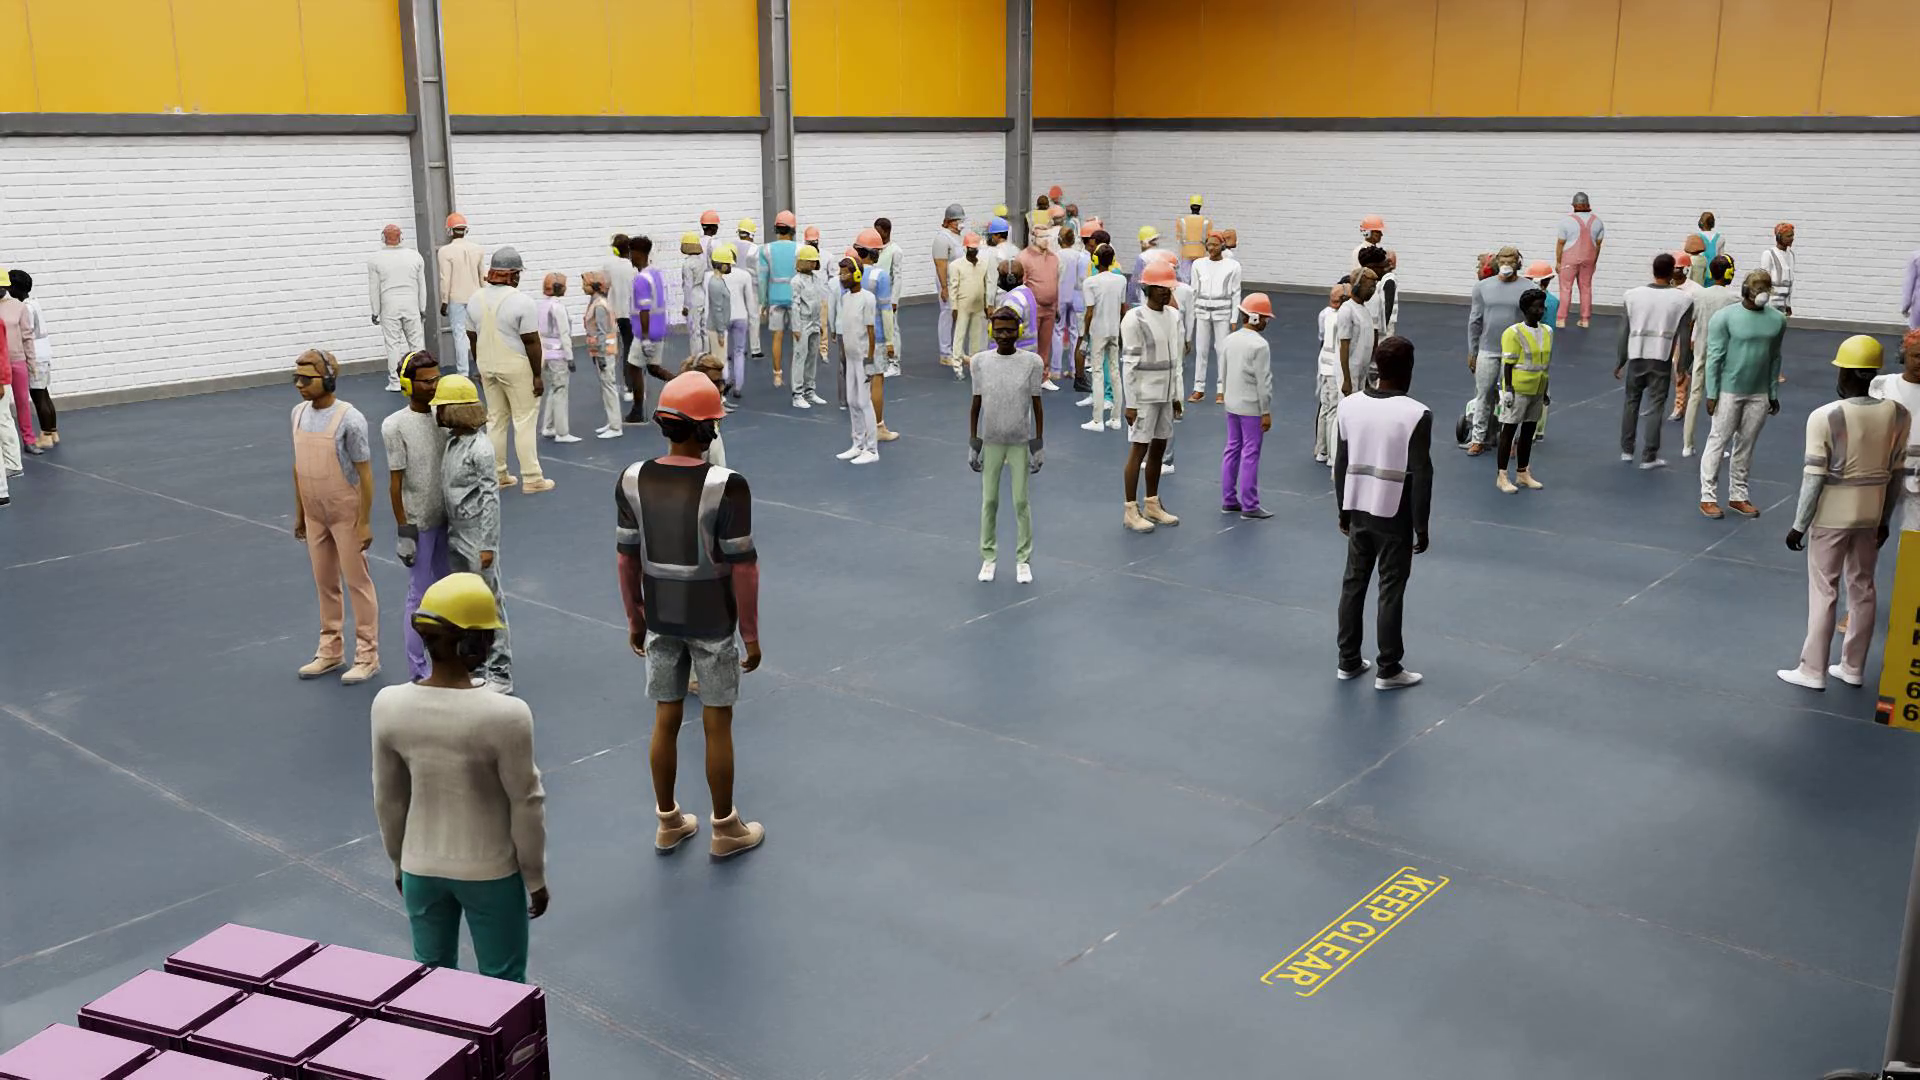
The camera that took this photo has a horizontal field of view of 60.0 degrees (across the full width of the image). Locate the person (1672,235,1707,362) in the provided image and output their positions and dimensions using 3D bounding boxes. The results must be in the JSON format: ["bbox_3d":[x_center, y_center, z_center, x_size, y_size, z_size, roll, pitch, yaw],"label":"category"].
[{"bbox_3d":[9.380,-3.097,21.376,0.509,1.631,0.271,-11,18,-36],"label":"person"}]

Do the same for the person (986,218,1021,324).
[{"bbox_3d":[0.501,-2.840,19.737,0.416,1.939,0.604,10,17,35],"label":"person"}]

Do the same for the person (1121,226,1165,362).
[{"bbox_3d":[2.415,-3.026,20.839,0.970,1.777,0.598,13,19,42],"label":"person"}]

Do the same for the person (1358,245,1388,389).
[{"bbox_3d":[3.645,-1.663,14.971,0.367,1.965,0.606,-2,14,-6],"label":"person"}]

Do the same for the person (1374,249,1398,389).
[{"bbox_3d":[4.793,-2.463,18.825,0.310,1.642,0.514,1,14,5],"label":"person"}]

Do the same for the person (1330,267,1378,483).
[{"bbox_3d":[3.355,-1.391,14.141,0.345,1.840,0.508,8,16,30],"label":"person"}]

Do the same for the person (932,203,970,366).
[{"bbox_3d":[-0.031,-3.252,21.167,0.537,2.000,0.682,7,16,25],"label":"person"}]

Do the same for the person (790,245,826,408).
[{"bbox_3d":[-1.633,-2.312,18.016,0.321,1.742,0.492,8,16,29],"label":"person"}]

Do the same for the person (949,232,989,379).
[{"bbox_3d":[0.134,-2.820,20.022,0.564,1.752,0.337,-8,16,-30],"label":"person"}]

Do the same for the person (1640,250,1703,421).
[{"bbox_3d":[7.364,-2.107,17.173,0.342,1.750,0.568,-8,16,-30],"label":"person"}]

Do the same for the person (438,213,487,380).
[{"bbox_3d":[-5.880,-2.850,19.655,0.396,1.992,0.623,11,18,38],"label":"person"}]

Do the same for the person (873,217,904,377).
[{"bbox_3d":[-0.898,-2.953,20.224,0.391,1.918,0.593,-9,17,-32],"label":"person"}]

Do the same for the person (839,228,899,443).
[{"bbox_3d":[-0.868,-1.959,15.996,0.606,2.044,0.373,10,17,36],"label":"person"}]

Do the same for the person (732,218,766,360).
[{"bbox_3d":[-2.769,-3.258,21.639,0.596,1.824,0.403,7,16,27],"label":"person"}]

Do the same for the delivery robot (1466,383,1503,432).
[{"bbox_3d":[5.157,-1.278,16.103,0.477,0.478,0.707,9,16,31],"label":"delivery robot"}]

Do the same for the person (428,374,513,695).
[{"bbox_3d":[-2.617,-0.012,8.826,0.298,1.743,0.492,-13,19,-43],"label":"person"}]

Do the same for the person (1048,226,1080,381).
[{"bbox_3d":[1.262,-2.824,19.887,0.515,1.835,0.355,-8,16,-28],"label":"person"}]

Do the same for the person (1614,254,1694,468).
[{"bbox_3d":[6.204,-1.600,14.900,0.623,1.885,0.641,7,16,27],"label":"person"}]

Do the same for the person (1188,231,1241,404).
[{"bbox_3d":[2.774,-2.436,18.227,0.576,1.883,0.354,6,15,23],"label":"person"}]

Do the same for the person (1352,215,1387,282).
[{"bbox_3d":[4.734,-2.768,19.327,0.382,1.995,0.612,9,17,31],"label":"person"}]

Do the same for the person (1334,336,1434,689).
[{"bbox_3d":[2.277,-0.143,8.994,0.390,1.919,0.591,-12,18,-40],"label":"person"}]

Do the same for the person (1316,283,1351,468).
[{"bbox_3d":[3.374,-1.467,14.847,0.311,1.642,0.512,-2,14,-7],"label":"person"}]

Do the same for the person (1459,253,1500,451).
[{"bbox_3d":[4.956,-1.756,15.586,0.372,1.843,0.570,9,16,31],"label":"person"}]

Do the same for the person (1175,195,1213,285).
[{"bbox_3d":[3.726,-4.533,26.554,0.587,1.918,0.398,2,14,7],"label":"person"}]

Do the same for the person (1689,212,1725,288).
[{"bbox_3d":[10.278,-3.610,23.024,0.502,1.837,0.350,0,14,0],"label":"person"}]

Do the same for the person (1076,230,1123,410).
[{"bbox_3d":[1.540,-2.354,17.836,0.397,1.916,0.590,-7,16,-26],"label":"person"}]

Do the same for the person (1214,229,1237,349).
[{"bbox_3d":[3.612,-3.380,22.508,0.285,1.633,0.497,-2,14,-7],"label":"person"}]

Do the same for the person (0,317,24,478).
[{"bbox_3d":[-8.415,-1.400,14.386,0.573,1.738,0.352,12,19,40],"label":"person"}]

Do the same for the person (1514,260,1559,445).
[{"bbox_3d":[5.476,-1.784,15.886,0.329,1.751,0.570,11,18,38],"label":"person"}]

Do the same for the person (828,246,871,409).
[{"bbox_3d":[-1.128,-2.274,17.845,0.572,1.749,0.342,4,15,15],"label":"person"}]

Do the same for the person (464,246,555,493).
[{"bbox_3d":[-3.712,-1.419,13.843,0.688,2.000,0.535,7,16,25],"label":"person"}]

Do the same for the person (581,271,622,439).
[{"bbox_3d":[-3.503,-1.808,16.253,0.326,1.628,0.526,-4,15,-15],"label":"person"}]

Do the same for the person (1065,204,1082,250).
[{"bbox_3d":[2.005,-5.141,29.553,0.312,1.634,0.514,4,15,14],"label":"person"}]

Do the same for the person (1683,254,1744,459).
[{"bbox_3d":[6.867,-1.663,15.176,0.514,1.868,0.328,11,18,38],"label":"person"}]

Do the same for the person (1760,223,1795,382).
[{"bbox_3d":[9.647,-2.797,19.672,0.576,1.882,0.355,-10,17,-34],"label":"person"}]

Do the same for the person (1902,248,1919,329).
[{"bbox_3d":[11.581,-2.823,19.760,0.662,1.882,0.635,8,16,30],"label":"person"}]

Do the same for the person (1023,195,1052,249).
[{"bbox_3d":[1.400,-4.977,28.500,0.629,1.835,0.430,1,14,6],"label":"person"}]
